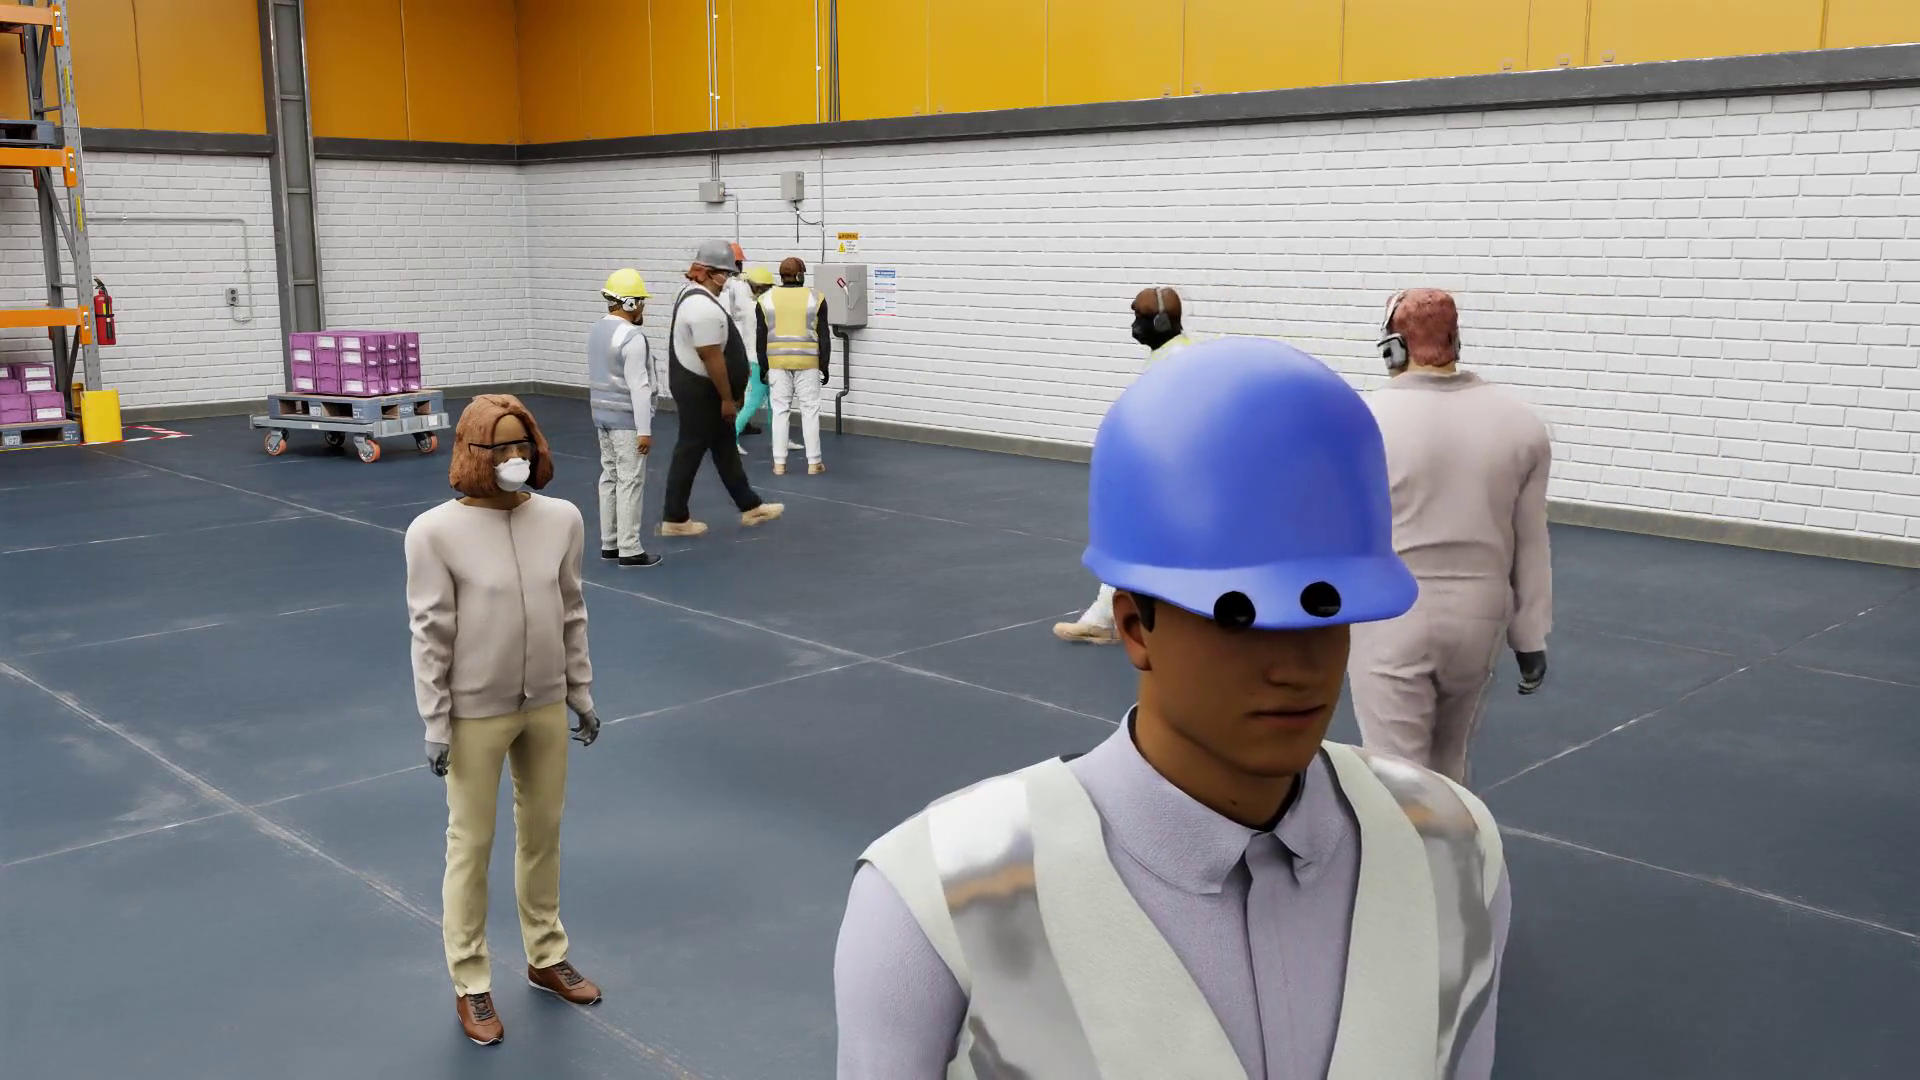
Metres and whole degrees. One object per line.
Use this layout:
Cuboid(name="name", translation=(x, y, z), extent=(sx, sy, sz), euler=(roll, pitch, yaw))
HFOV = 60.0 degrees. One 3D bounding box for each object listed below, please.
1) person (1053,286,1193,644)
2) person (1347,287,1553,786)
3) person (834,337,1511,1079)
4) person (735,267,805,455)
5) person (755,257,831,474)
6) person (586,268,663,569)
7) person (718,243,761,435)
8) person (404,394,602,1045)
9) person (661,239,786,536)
Cuboid(name="person", translation=(1.020, -0.330, 8.069), extent=(1.036, 1.783, 0.630), euler=(1, 10, 3))
Cuboid(name="person", translation=(1.264, 0.231, 4.726), extent=(0.667, 1.872, 0.757), euler=(-1, 10, -8))
Cuboid(name="person", translation=(0.188, 0.810, 1.376), extent=(0.603, 1.949, 0.389), euler=(-4, 11, -22))
Cuboid(name="person", translation=(-1.850, -1.657, 15.408), extent=(0.823, 1.732, 0.531), euler=(-4, 11, -19))
Cuboid(name="person", translation=(-1.408, -1.471, 14.118), extent=(0.629, 1.839, 0.429), euler=(0, 10, 1))
Cuboid(name="person", translation=(-2.038, -0.735, 10.159), extent=(0.404, 1.824, 0.586), euler=(-8, 13, -39))
Cuboid(name="person", translation=(-2.294, -2.034, 16.904), extent=(0.545, 1.942, 0.352), euler=(9, 14, 41))
Cuboid(name="person", translation=(-1.149, 0.442, 4.248), extent=(0.281, 1.633, 0.500), euler=(9, 14, 42))
Cuboid(name="person", translation=(-1.596, -1.035, 11.186), extent=(0.972, 2.000, 0.699), euler=(-2, 11, -13))
